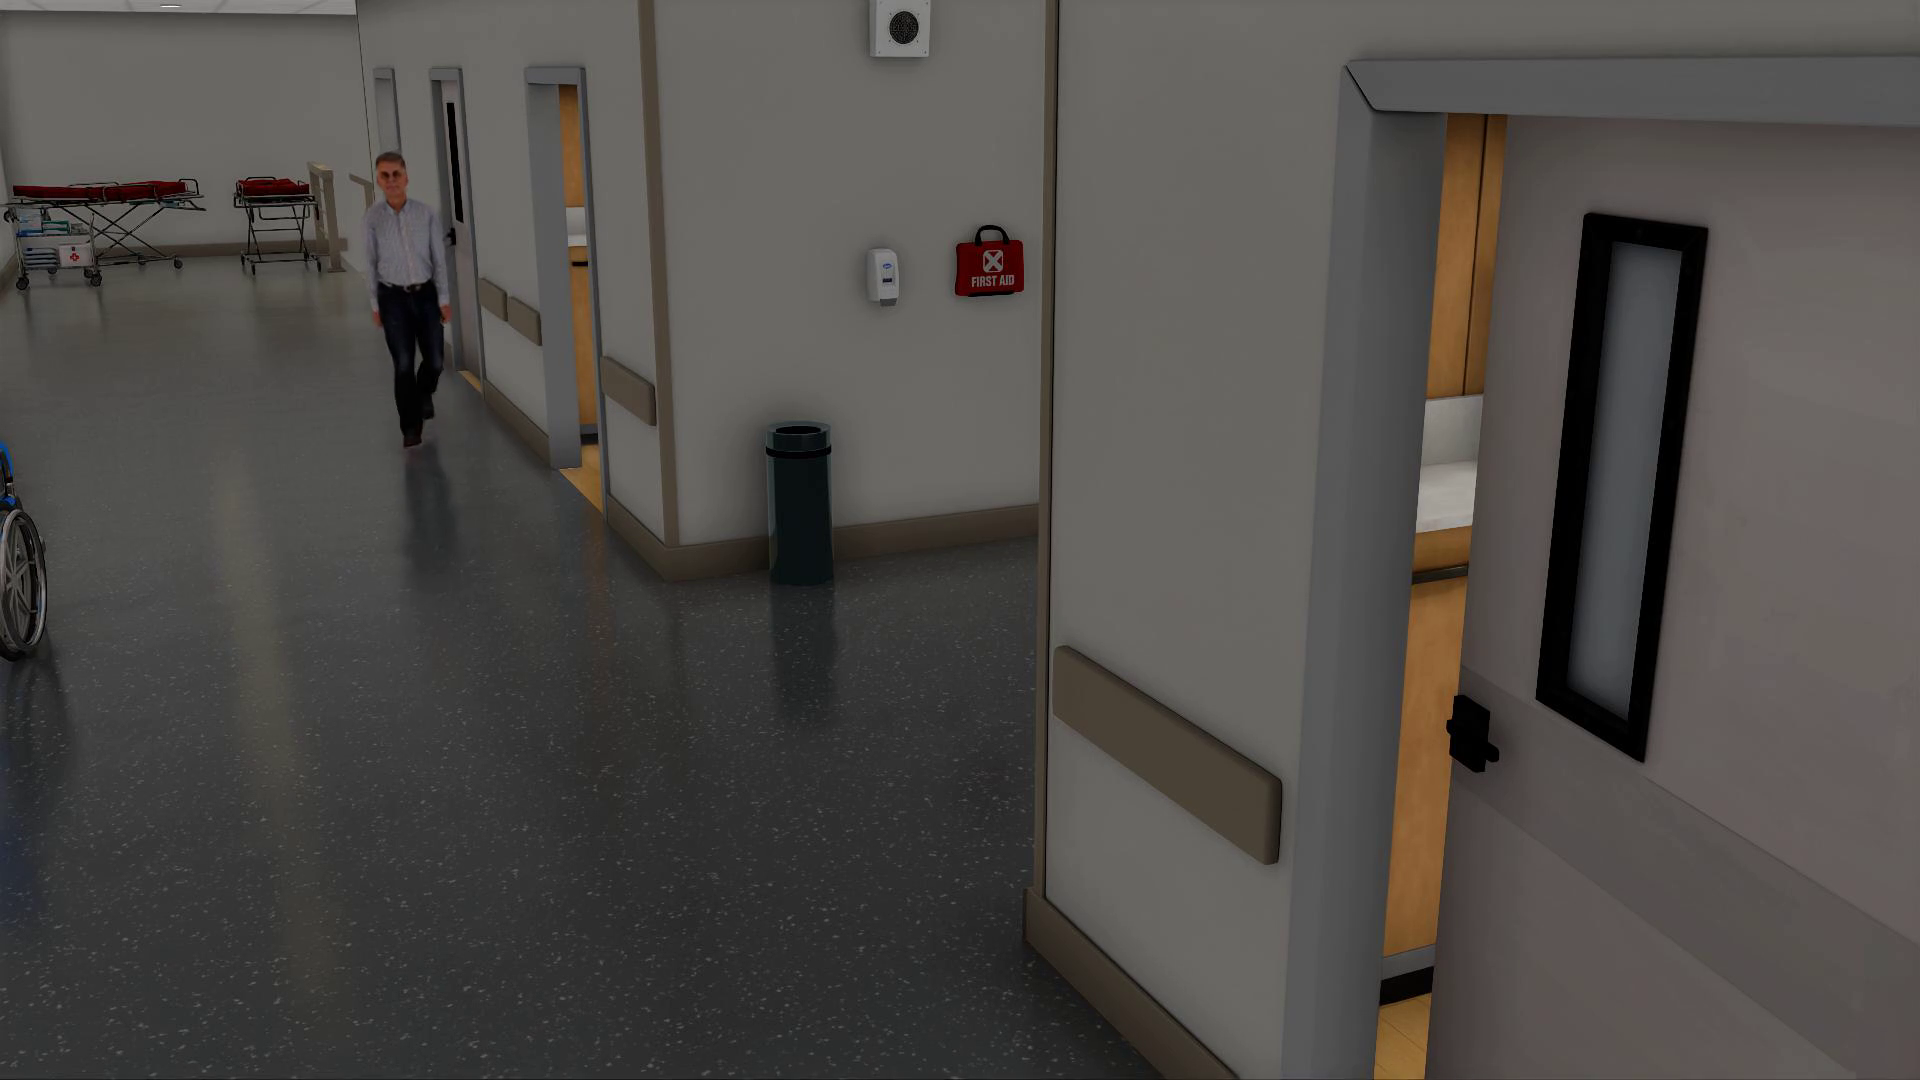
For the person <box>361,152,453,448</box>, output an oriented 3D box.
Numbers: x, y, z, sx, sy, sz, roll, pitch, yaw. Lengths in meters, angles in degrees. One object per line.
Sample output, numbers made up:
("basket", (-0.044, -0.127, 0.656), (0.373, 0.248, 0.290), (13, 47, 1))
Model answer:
("person", (-3.455, -1.511, 10.474), (0.682, 1.793, 1.124), (-6, 17, -20))
